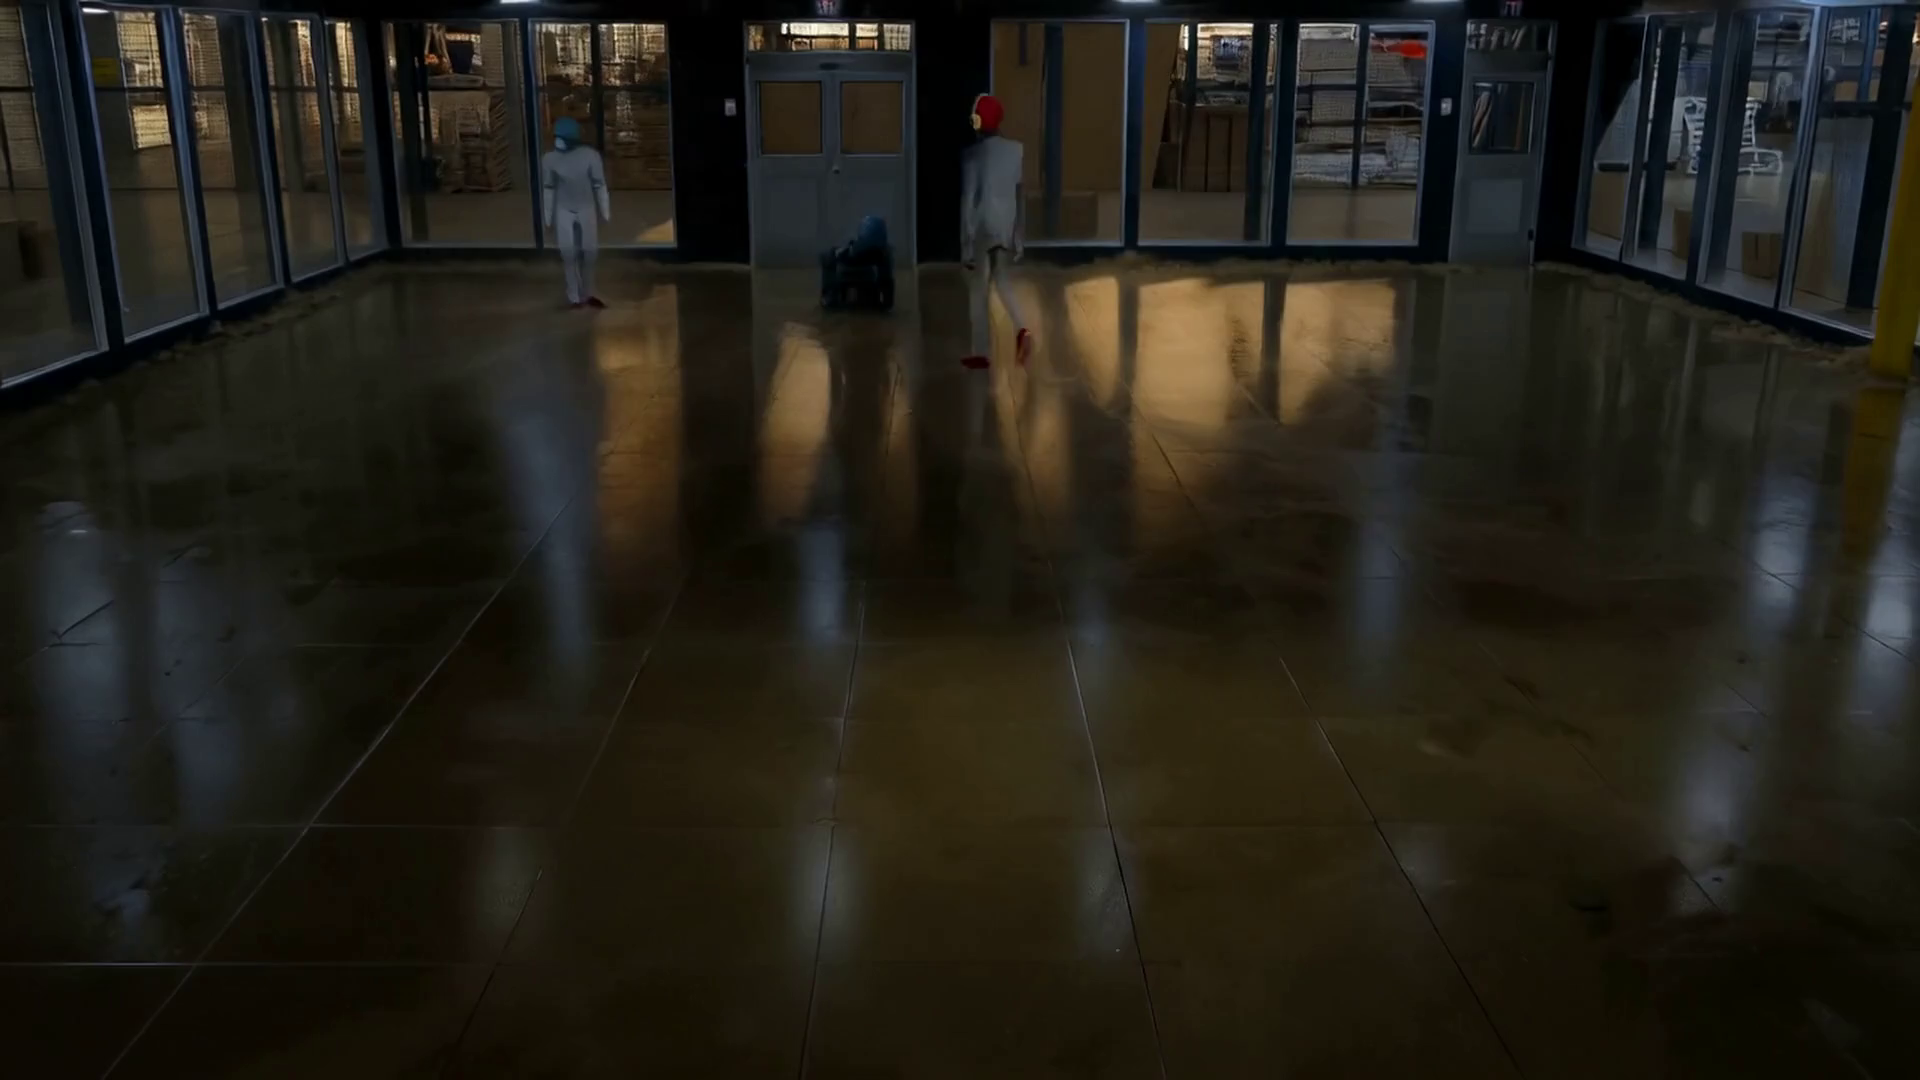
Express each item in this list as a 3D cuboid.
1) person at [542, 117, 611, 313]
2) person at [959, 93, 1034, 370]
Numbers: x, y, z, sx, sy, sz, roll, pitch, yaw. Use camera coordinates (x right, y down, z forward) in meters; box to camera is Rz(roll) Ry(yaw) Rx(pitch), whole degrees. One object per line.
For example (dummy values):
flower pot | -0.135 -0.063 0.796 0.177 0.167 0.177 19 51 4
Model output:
person | -3.164 -2.678 13.769 0.533 1.609 0.457 -2 17 -8
person | 0.244 -2.032 11.113 0.535 1.856 0.621 -9 19 -28
